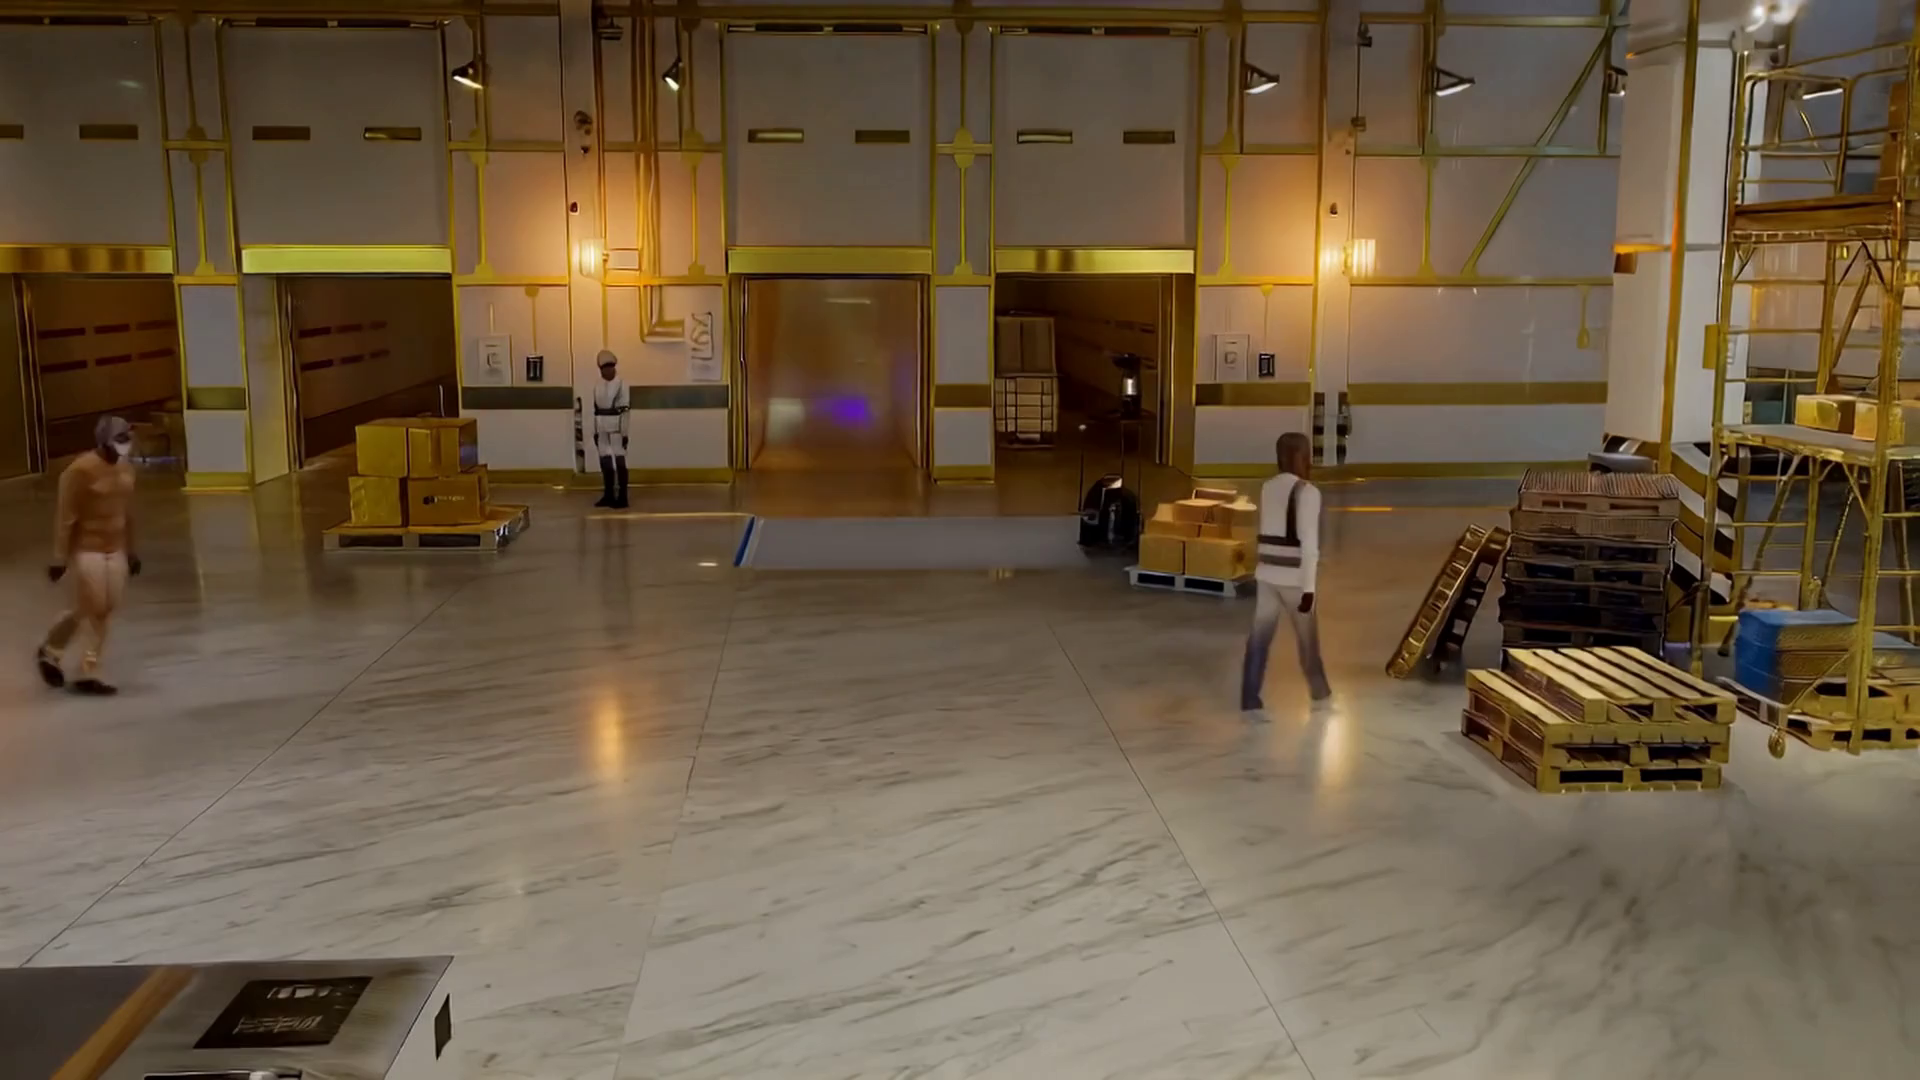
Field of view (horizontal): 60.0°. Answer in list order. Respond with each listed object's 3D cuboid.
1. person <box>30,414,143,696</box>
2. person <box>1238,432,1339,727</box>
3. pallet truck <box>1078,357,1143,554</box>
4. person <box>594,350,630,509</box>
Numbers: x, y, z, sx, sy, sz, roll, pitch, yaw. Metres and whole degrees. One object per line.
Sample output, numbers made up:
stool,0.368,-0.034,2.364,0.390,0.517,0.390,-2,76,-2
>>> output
person,-5.831,0.101,11.189,0.622,1.893,0.651,0,9,3
person,2.092,0.241,10.507,0.912,1.829,0.598,-6,11,-34
pallet truck,2.088,-0.836,16.757,1.885,1.965,0.823,2,9,13
person,-4.236,-1.339,20.140,0.544,1.929,0.388,6,11,35
